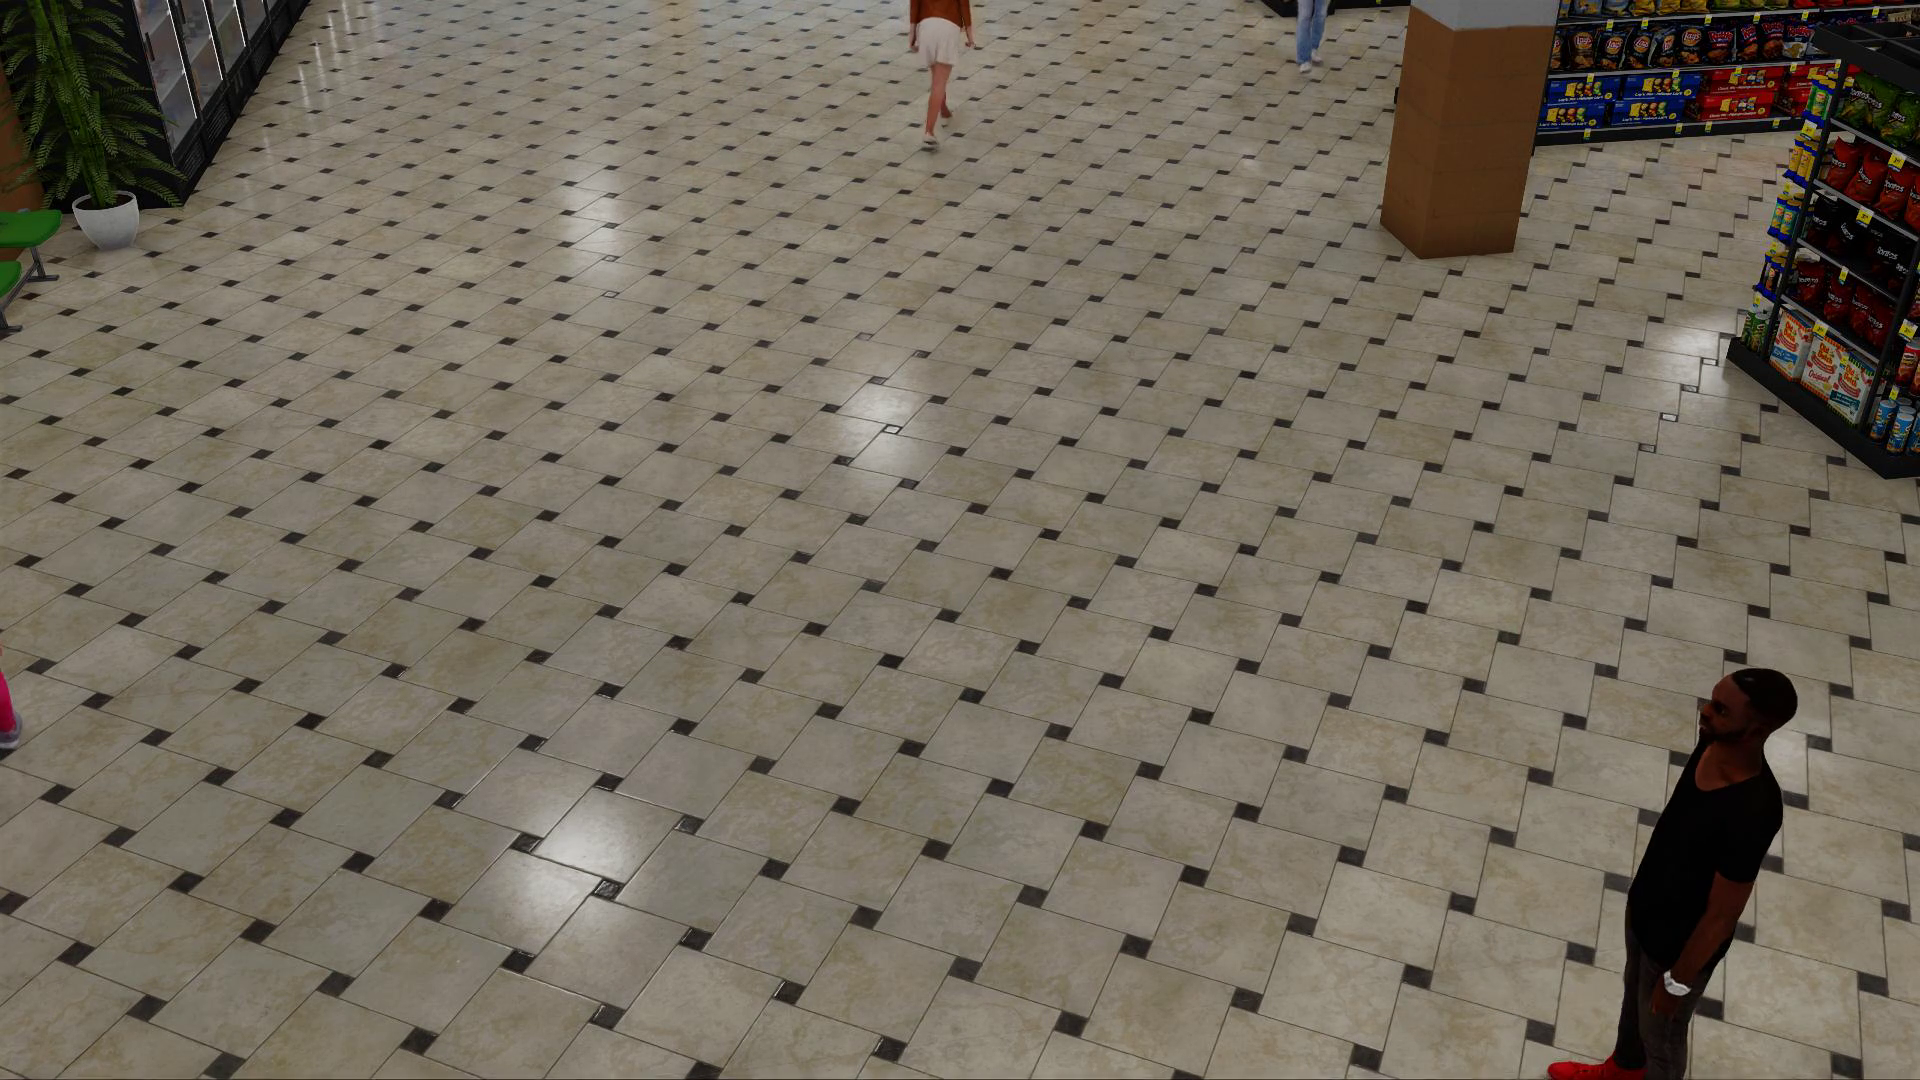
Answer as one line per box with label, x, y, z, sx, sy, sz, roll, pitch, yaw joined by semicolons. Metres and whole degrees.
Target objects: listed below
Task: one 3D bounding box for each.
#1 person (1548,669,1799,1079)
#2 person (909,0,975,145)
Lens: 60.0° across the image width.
person;2.131;1.107;4.853;0.677;1.805;0.723;5;32;7
person;-0.183;-3.944;13.091;1.155;1.679;1.050;10;33;16
